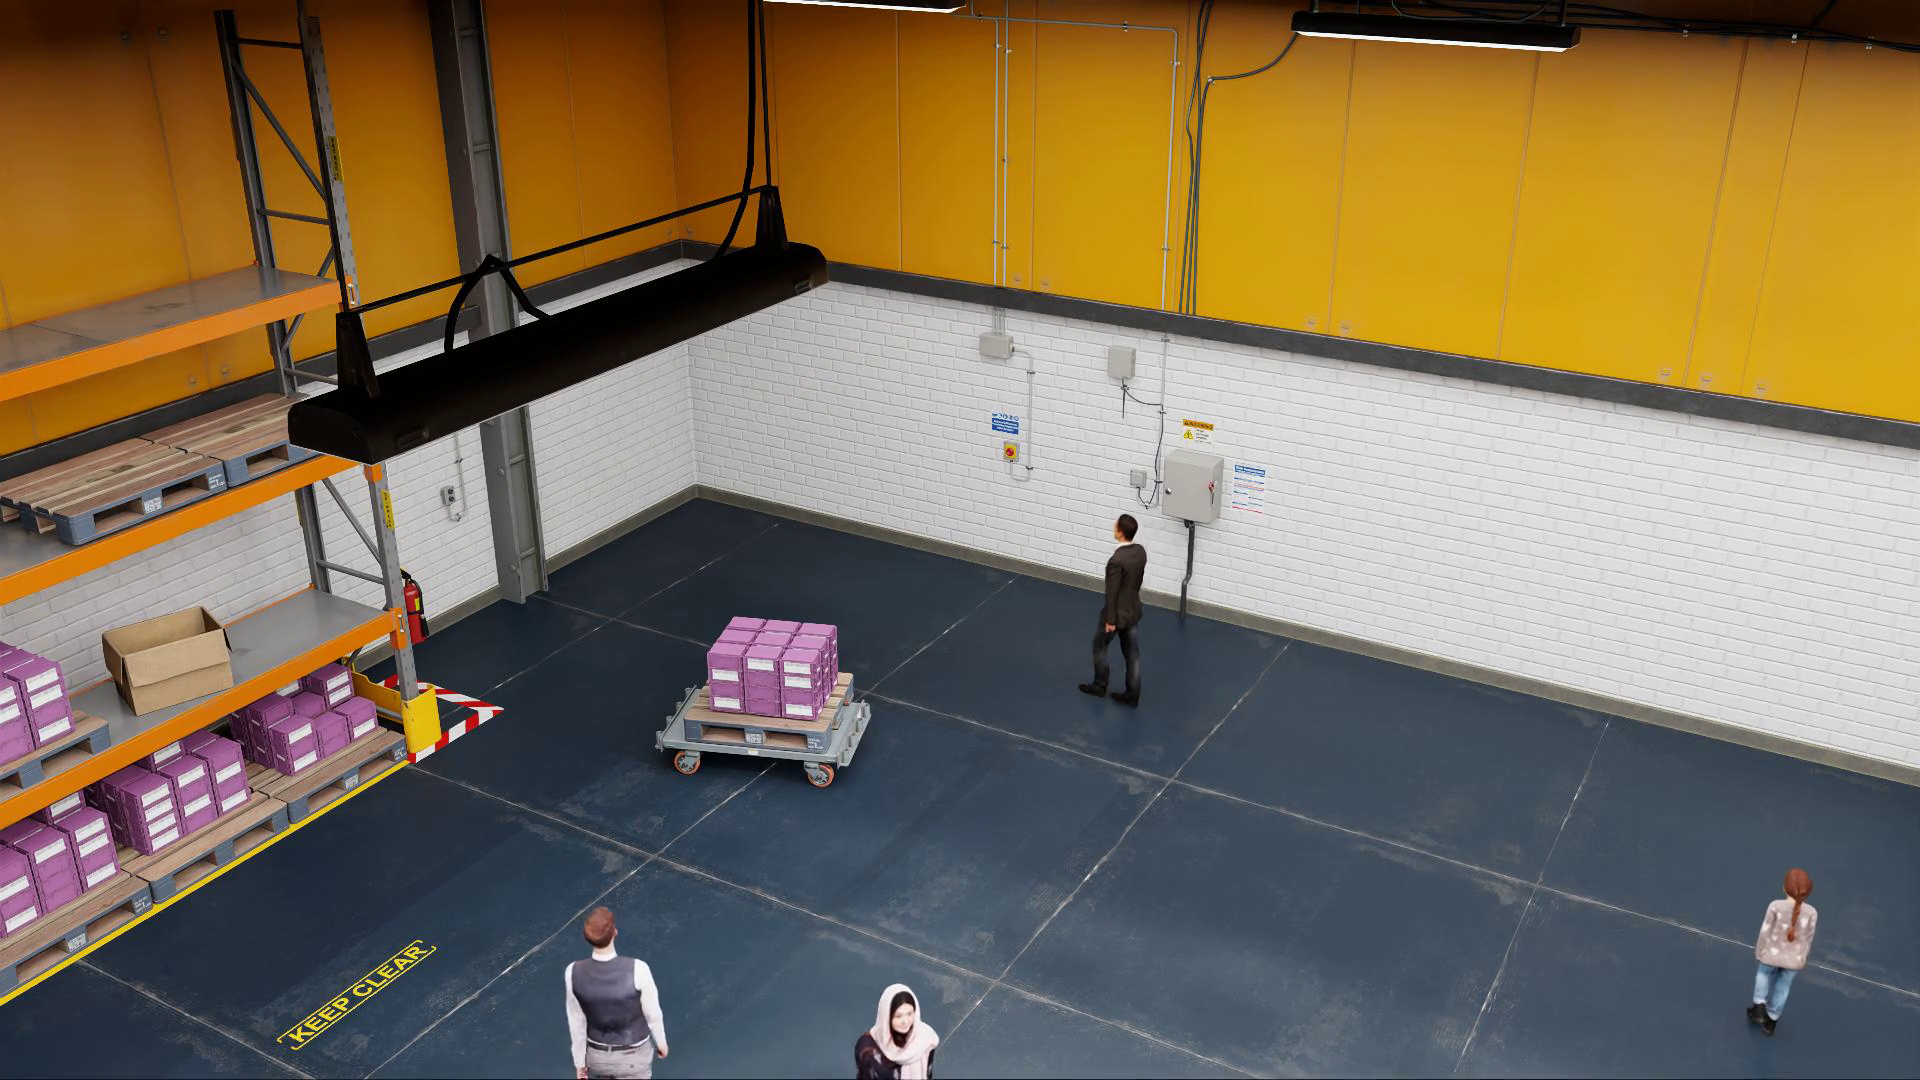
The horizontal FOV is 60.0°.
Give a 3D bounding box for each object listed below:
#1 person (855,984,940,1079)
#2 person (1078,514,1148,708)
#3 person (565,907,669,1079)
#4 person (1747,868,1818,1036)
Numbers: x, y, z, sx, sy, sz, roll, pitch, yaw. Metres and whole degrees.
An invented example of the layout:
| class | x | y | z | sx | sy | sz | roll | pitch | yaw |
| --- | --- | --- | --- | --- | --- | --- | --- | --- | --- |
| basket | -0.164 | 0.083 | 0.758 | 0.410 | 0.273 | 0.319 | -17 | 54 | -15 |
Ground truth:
| class | x | y | z | sx | sy | sz | roll | pitch | yaw |
| --- | --- | --- | --- | --- | --- | --- | --- | --- | --- |
| person | -0.392 | 3.101 | 9.206 | 1.035 | 1.616 | 1.067 | -8 | 25 | -17 |
| person | 1.487 | 0.649 | 14.597 | 0.880 | 1.790 | 0.837 | 20 | 31 | 38 |
| person | -1.910 | 2.921 | 9.243 | 0.976 | 1.915 | 1.305 | 3 | 24 | 7 |
| person | 5.299 | 2.683 | 10.698 | 0.501 | 1.186 | 0.505 | 9 | 25 | 20 |
